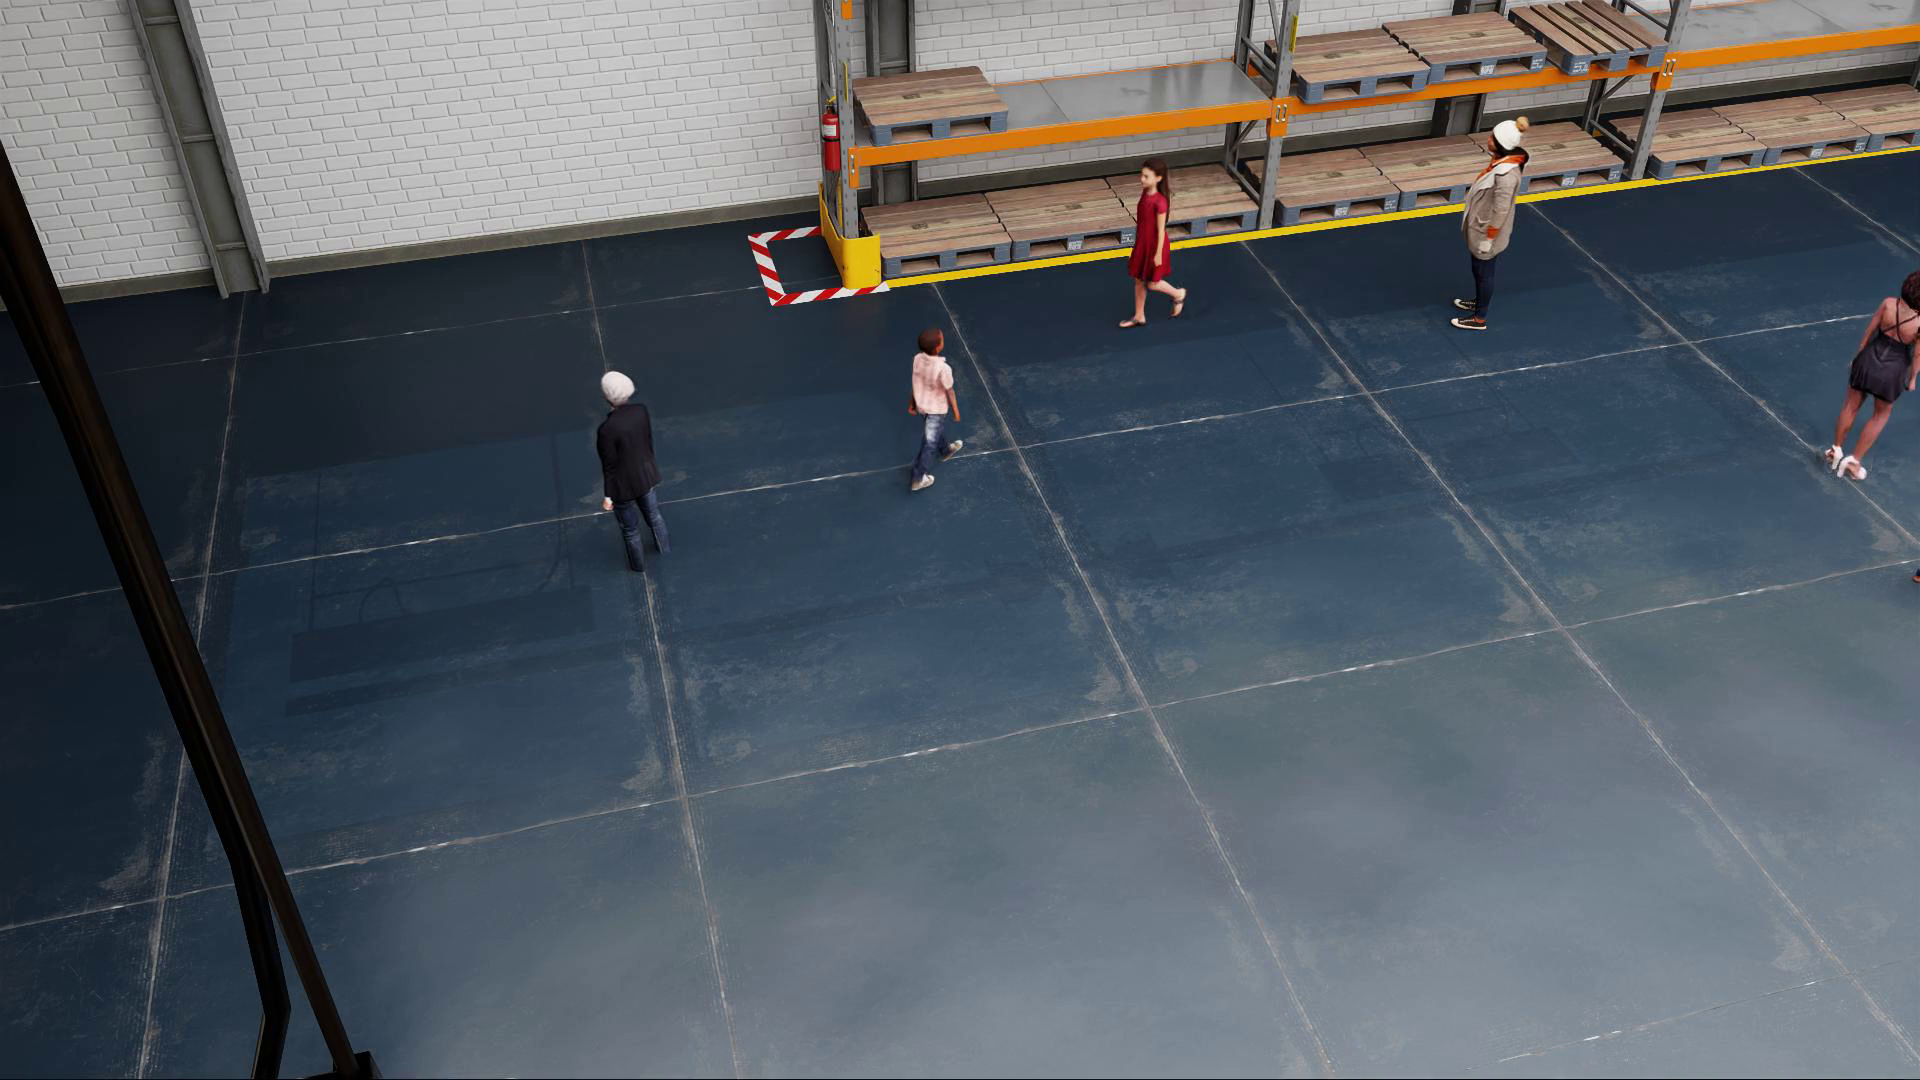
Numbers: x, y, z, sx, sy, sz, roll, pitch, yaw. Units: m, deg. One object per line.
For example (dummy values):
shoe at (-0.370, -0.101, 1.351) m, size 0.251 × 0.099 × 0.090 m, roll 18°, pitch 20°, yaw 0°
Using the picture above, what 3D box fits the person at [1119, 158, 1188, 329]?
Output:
person at (1.671, -2.499, 14.008) m, size 0.876 × 1.540 × 0.633 m, roll -16°, pitch 41°, yaw -19°

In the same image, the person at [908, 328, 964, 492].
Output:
person at (-0.247, -0.950, 12.282) m, size 0.839 × 1.274 × 0.975 m, roll 28°, pitch 46°, yaw 31°

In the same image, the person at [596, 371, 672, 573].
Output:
person at (-2.281, -0.370, 11.571) m, size 0.813 × 1.780 × 0.821 m, roll 25°, pitch 45°, yaw 28°

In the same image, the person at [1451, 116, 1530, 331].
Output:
person at (4.474, -2.671, 13.941) m, size 0.849 × 1.894 × 0.824 m, roll 11°, pitch 40°, yaw 14°

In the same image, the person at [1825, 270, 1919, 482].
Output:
person at (6.764, -1.231, 12.230) m, size 0.698 × 1.778 × 0.708 m, roll 24°, pitch 44°, yaw 27°
